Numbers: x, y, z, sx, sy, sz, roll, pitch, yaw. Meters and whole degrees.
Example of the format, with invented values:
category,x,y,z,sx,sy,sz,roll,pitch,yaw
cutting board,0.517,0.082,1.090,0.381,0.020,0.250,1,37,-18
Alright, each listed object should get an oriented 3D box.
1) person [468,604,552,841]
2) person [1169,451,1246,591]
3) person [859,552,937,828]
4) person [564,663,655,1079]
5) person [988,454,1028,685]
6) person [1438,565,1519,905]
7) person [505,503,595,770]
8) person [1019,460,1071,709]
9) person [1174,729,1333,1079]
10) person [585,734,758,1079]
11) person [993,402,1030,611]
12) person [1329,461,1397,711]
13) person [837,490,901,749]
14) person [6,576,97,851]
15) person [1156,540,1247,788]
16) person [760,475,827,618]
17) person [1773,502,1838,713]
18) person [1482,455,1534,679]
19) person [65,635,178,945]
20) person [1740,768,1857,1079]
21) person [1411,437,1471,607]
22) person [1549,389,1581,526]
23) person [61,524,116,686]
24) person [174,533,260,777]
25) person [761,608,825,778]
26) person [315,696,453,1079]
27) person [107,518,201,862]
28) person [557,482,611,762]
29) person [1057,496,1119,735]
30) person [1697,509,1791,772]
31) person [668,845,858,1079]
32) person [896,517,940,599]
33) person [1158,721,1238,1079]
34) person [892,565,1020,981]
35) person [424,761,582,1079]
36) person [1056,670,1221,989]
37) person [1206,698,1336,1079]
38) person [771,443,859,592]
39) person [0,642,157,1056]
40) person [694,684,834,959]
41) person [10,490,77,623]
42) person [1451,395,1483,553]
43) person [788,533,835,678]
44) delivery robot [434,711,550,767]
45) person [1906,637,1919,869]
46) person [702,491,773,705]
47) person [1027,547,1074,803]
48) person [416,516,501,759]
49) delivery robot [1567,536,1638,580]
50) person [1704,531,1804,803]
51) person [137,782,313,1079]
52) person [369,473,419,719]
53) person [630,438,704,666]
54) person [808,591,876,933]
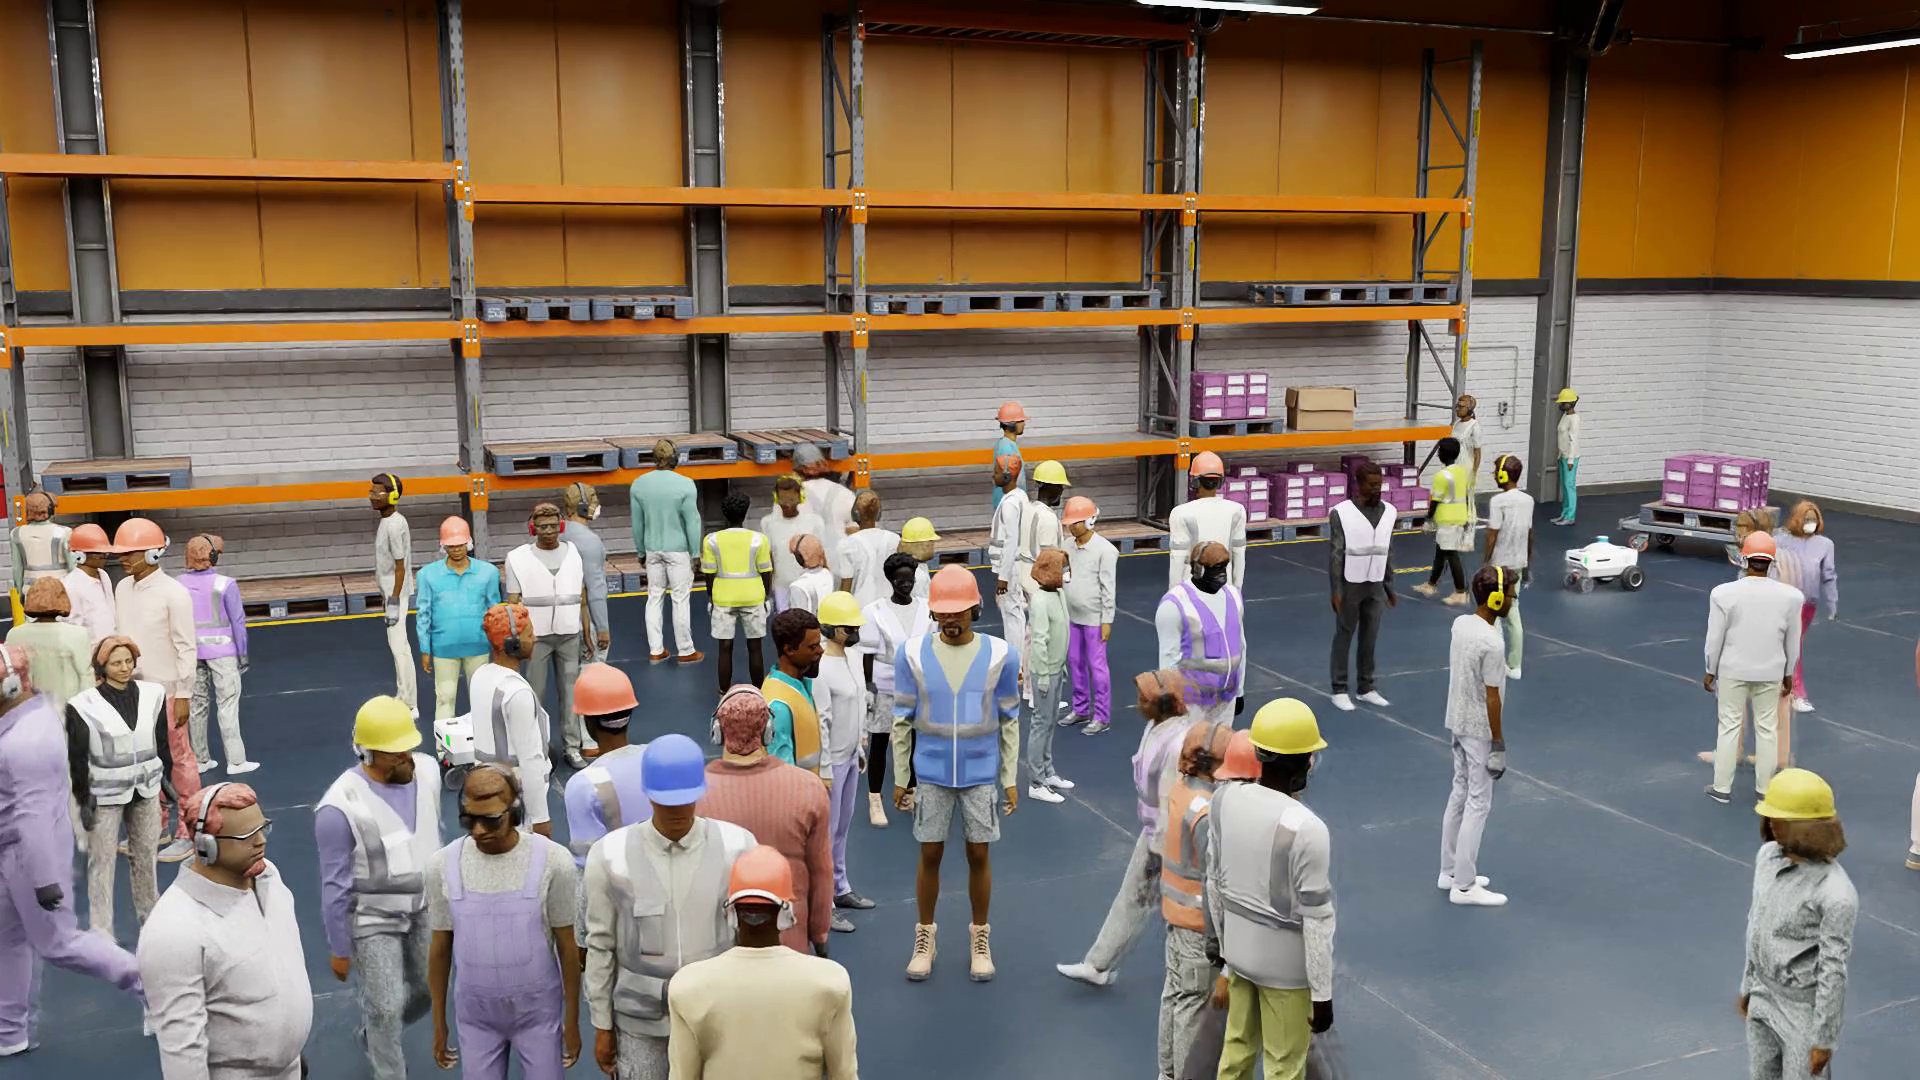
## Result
category,x,y,z,sx,sy,sz,roll,pitch,yaw
person,-2.084,1.225,7.811,0.355,1.883,0.575,-8,13,-39
person,1.806,0.359,12.336,0.615,2.042,0.372,-3,10,-18
person,-0.366,0.904,10.189,0.531,1.697,0.322,-5,11,-25
person,-1.337,1.429,6.481,0.373,1.933,0.549,6,11,30
person,0.393,0.238,13.499,0.356,1.882,0.574,1,10,7
person,2.793,1.046,8.939,0.347,1.853,0.531,-1,10,-8
person,-2.755,0.656,11.192,0.575,1.843,0.375,-6,11,-30
person,0.654,0.343,12.799,0.395,1.918,0.586,-2,10,-12
person,1.102,1.558,6.401,0.904,1.697,0.568,1,10,3
person,-0.945,1.581,5.597,0.607,1.940,0.416,-2,10,-13
person,0.505,-0.331,16.305,0.368,2.046,0.614,0,10,-1
person,3.082,0.341,12.804,0.591,1.917,0.381,-4,11,-23
person,-0.648,0.558,11.762,0.506,1.846,0.346,-6,12,-31
person,-5.292,1.020,9.739,0.504,1.629,0.277,1,10,4
person,1.439,0.906,9.795,0.626,1.837,0.429,-7,12,-34
person,-1.260,0.377,12.860,0.534,1.836,0.638,0,10,2
person,6.514,0.485,12.919,0.514,1.584,0.854,0,10,0
person,4.453,0.239,13.591,0.605,1.857,0.333,-8,13,-39
person,-4.140,1.270,8.244,0.314,1.642,0.514,7,12,34
person,2.894,1.640,5.835,0.317,1.741,0.492,-1,10,-6
person,4.772,-0.197,16.566,0.545,1.666,0.779,-9,14,-43
person,7.779,-1.061,21.350,0.338,1.761,0.524,1,10,5
person,-5.640,0.757,10.878,0.342,1.748,0.573,-1,10,-5
person,-4.995,0.773,11.112,0.514,1.641,0.307,2,10,10
person,-0.792,1.247,7.584,0.373,1.917,0.595,0,10,-1
person,-2.297,1.468,6.640,0.577,1.809,0.637,6,11,29
person,-4.660,0.857,9.609,0.611,1.995,0.380,5,11,26
person,-2.602,0.558,11.492,0.372,1.940,0.632,-8,13,-39
person,0.902,0.539,12.174,0.354,1.738,0.578,-8,13,-38
person,5.340,0.670,11.235,0.672,1.804,0.646,9,14,43
person,-0.589,1.777,5.034,0.566,1.739,0.350,-1,10,-4
person,-0.279,0.710,11.177,0.296,1.745,0.484,-3,10,-17
person,0.967,1.532,6.745,0.311,1.638,0.522,-1,10,-7
person,-0.020,1.119,7.963,0.614,2.040,0.391,0,10,2
person,-1.542,1.627,5.650,0.516,1.835,0.358,0,10,-1
person,0.936,1.376,7.770,0.895,1.585,0.524,-1,10,-8
person,1.136,1.512,6.031,0.365,1.927,0.585,-7,12,-33
person,-1.205,0.171,13.429,0.685,2.000,0.984,-4,11,-24
person,-3.934,1.338,7.200,0.858,1.878,0.643,-6,11,-30
person,-0.795,1.480,6.275,0.641,1.909,0.409,-2,10,-14
person,-7.165,0.430,13.089,0.520,1.640,0.307,0,10,-3
person,5.879,-0.780,19.469,0.344,1.847,0.506,-4,10,-20
person,-0.989,0.765,11.167,0.314,1.637,0.515,4,11,22
delivery robot,-3.110,1.280,11.047,0.707,0.478,0.477,-6,11,-30
person,5.604,0.920,9.243,0.395,1.992,0.622,-2,10,-12
person,-1.687,0.472,12.687,0.532,1.696,0.319,0,10,-2
person,0.584,0.850,10.687,0.280,1.633,0.502,3,10,17
person,-3.352,0.705,11.180,0.563,1.751,0.330,-4,11,-23
delivery robot,6.656,0.203,17.250,0.707,0.478,0.477,-3,10,-19
person,5.019,0.810,10.571,0.563,1.752,0.328,2,10,10
person,-2.212,1.673,5.164,0.409,1.907,0.651,1,10,4
person,-4.253,0.428,12.429,0.328,1.875,0.513,-4,11,-23
person,-2.473,0.106,14.093,0.627,1.940,0.370,3,10,18
person,-0.626,1.135,8.667,0.308,1.769,0.524,3,10,17
